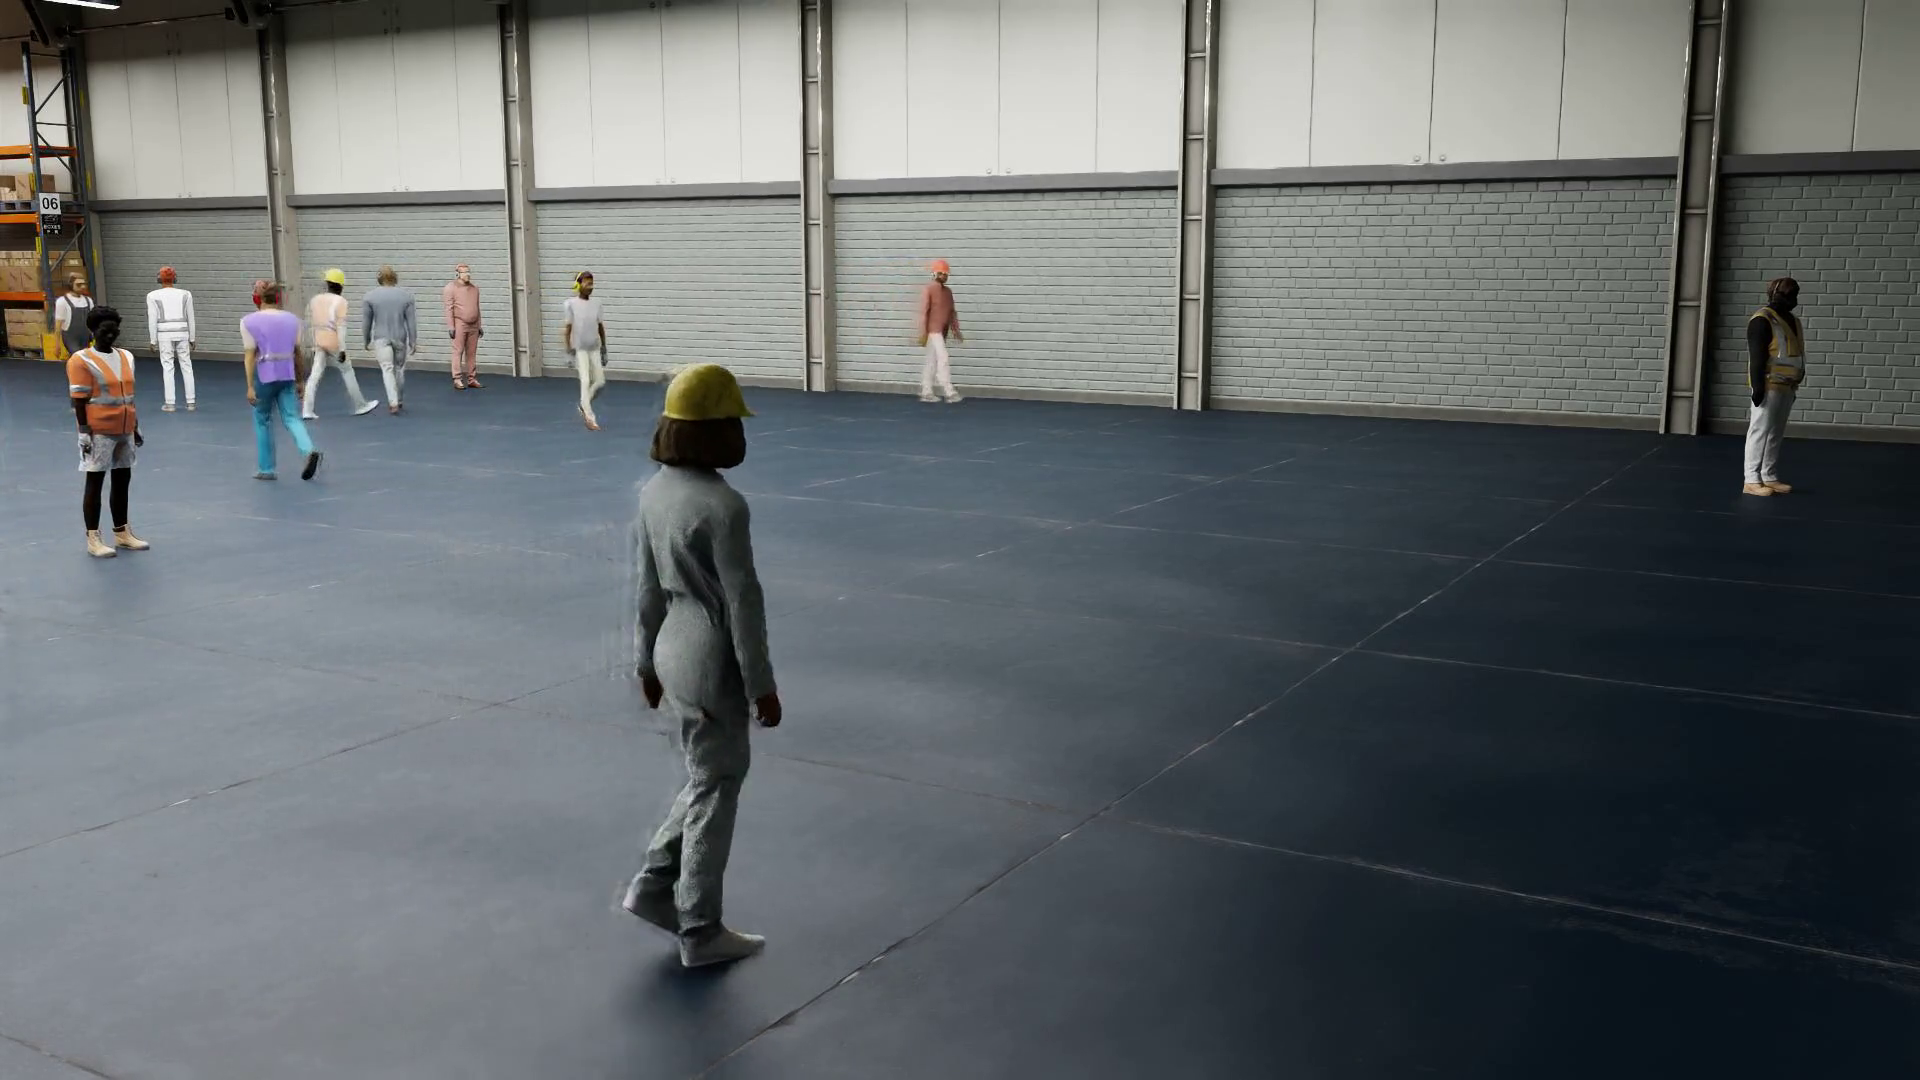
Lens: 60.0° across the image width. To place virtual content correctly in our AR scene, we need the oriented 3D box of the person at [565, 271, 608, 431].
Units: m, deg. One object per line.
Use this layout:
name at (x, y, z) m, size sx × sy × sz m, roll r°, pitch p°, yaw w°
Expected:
person at (-4.375, -2.218, 19.467) m, size 0.552 × 1.856 × 0.646 m, roll -8°, pitch 13°, yaw -40°

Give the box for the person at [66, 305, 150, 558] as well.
person at (-5.765, -0.737, 11.269) m, size 0.320 × 1.692 × 0.538 m, roll 3°, pitch 10°, yaw 18°

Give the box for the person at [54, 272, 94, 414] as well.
person at (-11.089, -2.469, 21.064) m, size 0.805 × 1.813 × 0.532 m, roll 3°, pitch 10°, yaw 17°

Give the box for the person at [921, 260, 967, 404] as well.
person at (-0.182, -2.858, 22.890) m, size 0.927 × 1.953 × 0.632 m, roll 6°, pitch 11°, yaw 29°

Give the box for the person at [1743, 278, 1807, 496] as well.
person at (6.929, -1.298, 14.127) m, size 0.636 × 1.840 × 0.429 m, roll -7°, pitch 12°, yaw -37°

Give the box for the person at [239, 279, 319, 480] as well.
person at (-6.096, -1.415, 14.875) m, size 0.811 × 1.822 × 0.576 m, roll 7°, pitch 12°, yaw 37°

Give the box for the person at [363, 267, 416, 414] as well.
person at (-7.347, -2.569, 21.465) m, size 0.635 × 1.897 × 1.007 m, roll -5°, pitch 11°, yaw -28°

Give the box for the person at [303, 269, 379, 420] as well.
person at (-7.816, -2.440, 20.786) m, size 0.627 × 1.849 × 1.079 m, roll 4°, pitch 11°, yaw 23°

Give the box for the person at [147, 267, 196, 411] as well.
person at (-10.314, -2.628, 21.788) m, size 0.572 × 1.883 × 0.353 m, roll -8°, pitch 13°, yaw -40°

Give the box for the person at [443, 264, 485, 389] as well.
person at (-7.552, -3.258, 25.408) m, size 0.409 × 1.908 × 0.639 m, roll 6°, pitch 11°, yaw 32°

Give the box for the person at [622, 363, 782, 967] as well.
person at (-0.693, 0.366, 4.705) m, size 0.365 × 1.729 × 0.491 m, roll -6°, pitch 12°, yaw -33°
